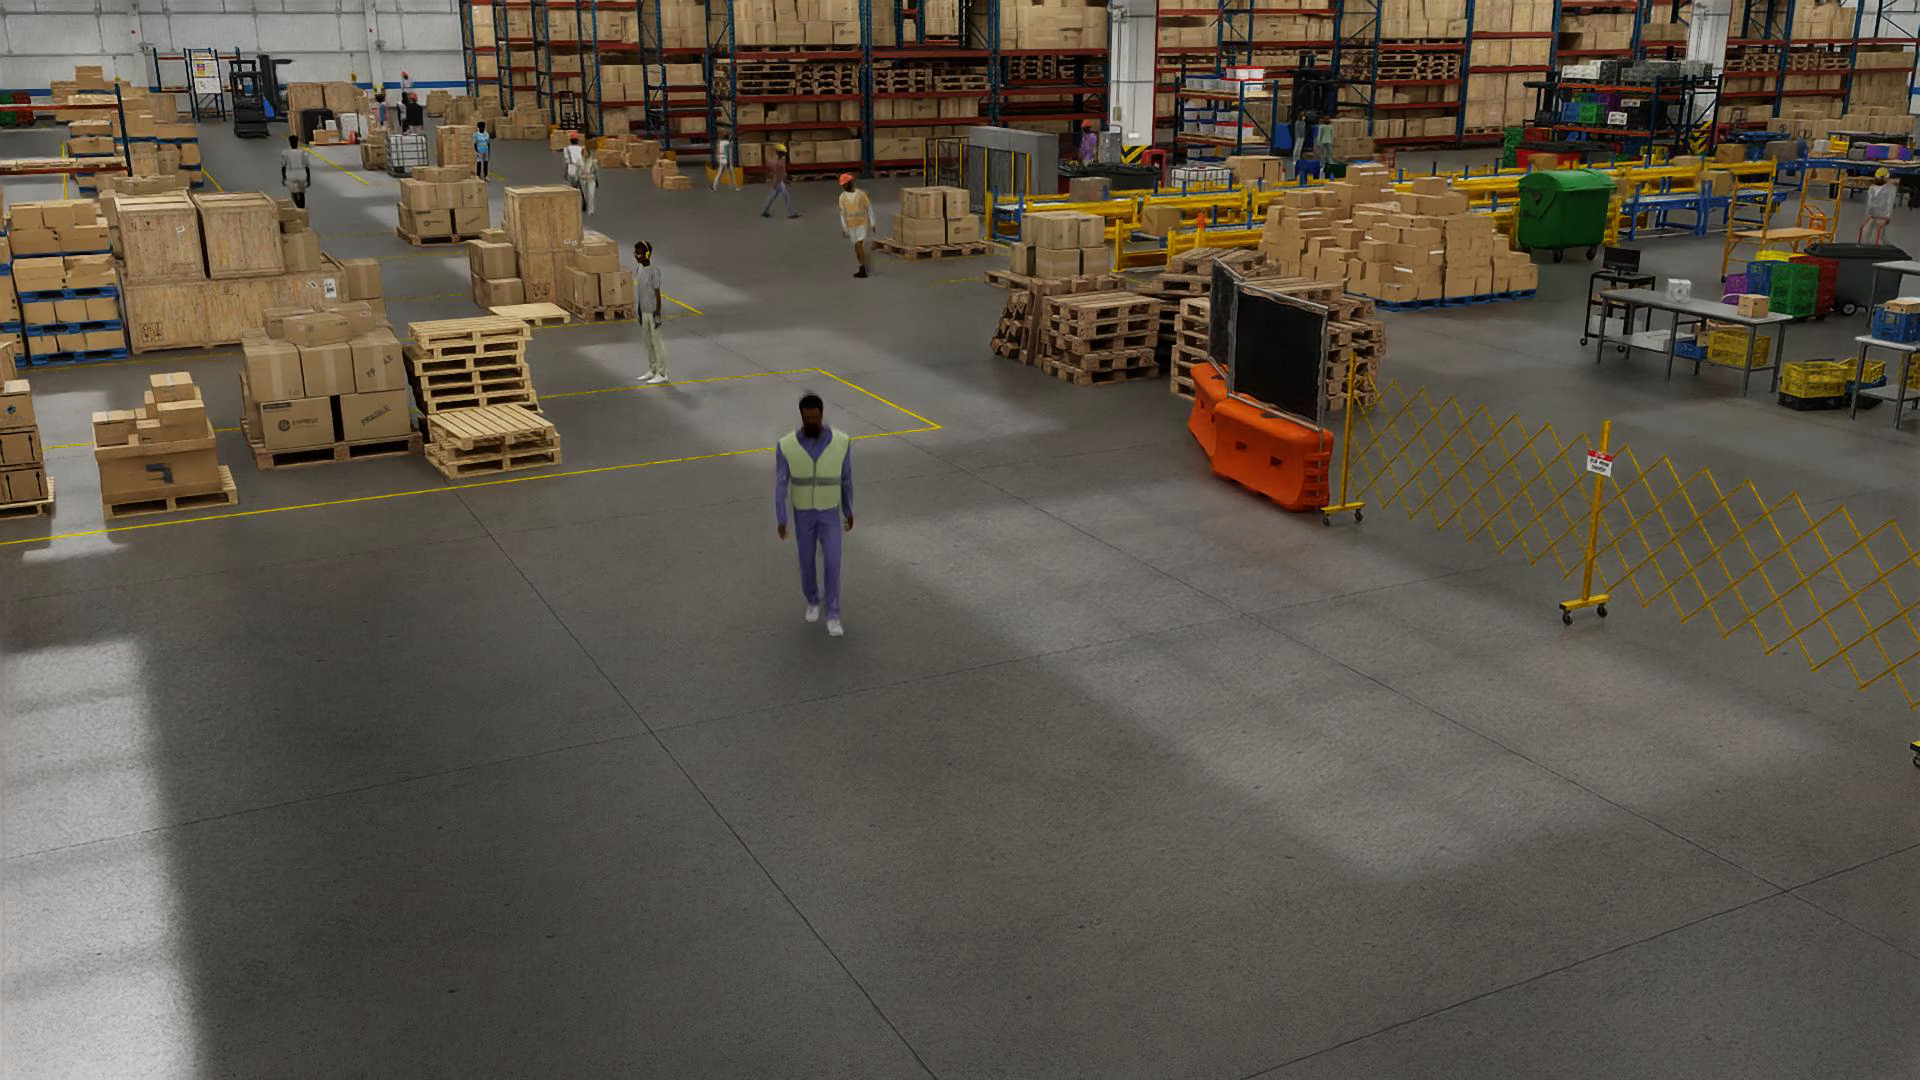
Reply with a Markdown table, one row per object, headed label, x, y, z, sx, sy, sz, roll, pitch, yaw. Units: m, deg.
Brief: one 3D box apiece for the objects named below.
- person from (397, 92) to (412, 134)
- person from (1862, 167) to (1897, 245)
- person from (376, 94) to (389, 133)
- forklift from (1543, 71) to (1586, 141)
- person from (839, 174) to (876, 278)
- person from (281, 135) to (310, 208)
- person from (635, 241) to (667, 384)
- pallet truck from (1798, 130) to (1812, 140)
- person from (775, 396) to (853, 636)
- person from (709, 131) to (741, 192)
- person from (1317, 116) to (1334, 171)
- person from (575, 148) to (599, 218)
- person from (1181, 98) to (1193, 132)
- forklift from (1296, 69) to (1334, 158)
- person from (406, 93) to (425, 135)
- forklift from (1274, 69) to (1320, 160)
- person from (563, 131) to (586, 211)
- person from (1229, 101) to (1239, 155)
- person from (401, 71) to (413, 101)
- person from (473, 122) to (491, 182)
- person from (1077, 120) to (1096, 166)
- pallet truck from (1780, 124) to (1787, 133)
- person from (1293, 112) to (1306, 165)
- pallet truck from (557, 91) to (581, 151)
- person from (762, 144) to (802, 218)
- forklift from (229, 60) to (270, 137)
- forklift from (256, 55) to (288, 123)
| label | x | y | z | sx | sy | sz | roll | pitch | yaw |
| --- | --- | --- | --- | --- | --- | --- | --- | --- | --- |
| person | -19.387 | -14.713 | 58.272 | 0.594 | 1.913 | 0.384 | -10 | 20 | -28 |
| person | 17.850 | -6.323 | 32.272 | 0.706 | 1.811 | 0.596 | -9 | 20 | -25 |
| person | -20.451 | -14.808 | 58.709 | 0.602 | 1.818 | 0.639 | -7 | 19 | -19 |
| forklift | 18.685 | -13.231 | 52.085 | 1.873 | 2.768 | 1.129 | -9 | 20 | -26 |
| person | -1.896 | -5.700 | 30.229 | 0.635 | 1.873 | 0.700 | 6 | 19 | 19 |
| person | -15.377 | -8.411 | 38.577 | 0.612 | 1.940 | 0.871 | -11 | 21 | -31 |
| person | -4.069 | -2.976 | 21.767 | 0.330 | 1.861 | 0.503 | -17 | 24 | -42 |
| pallet truck | 25.526 | -11.556 | 49.408 | 1.630 | 1.274 | 0.653 | -9 | 20 | -26 |
| person | -1.135 | -0.183 | 13.044 | 0.620 | 1.859 | 0.854 | -2 | 18 | -7 |
| person | -6.299 | -10.075 | 44.295 | 0.808 | 1.601 | 0.518 | -12 | 21 | -33 |
| person | 10.994 | -11.926 | 50.023 | 0.501 | 1.633 | 0.280 | -3 | 18 | -10 |
| person | -8.791 | -8.450 | 39.276 | 0.513 | 1.596 | 0.874 | 0 | 18 | -1 |
| person | 8.359 | -15.749 | 61.865 | 0.550 | 1.662 | 0.775 | 10 | 20 | 28 |
| forklift | 11.615 | -13.871 | 54.079 | 1.129 | 2.768 | 1.873 | -9 | 20 | -27 |
| person | -18.363 | -14.023 | 56.007 | 0.629 | 1.975 | 0.614 | 4 | 18 | 11 |
| forklift | 11.142 | -13.819 | 53.915 | 1.129 | 2.768 | 1.873 | -9 | 20 | -26 |
| person | -9.212 | -8.818 | 39.880 | 0.557 | 1.914 | 0.586 | -7 | 19 | -22 |
| person | 9.074 | -13.721 | 55.432 | 0.531 | 1.744 | 0.662 | -7 | 19 | -21 |
| person | -25.697 | -20.831 | 77.364 | 0.558 | 1.886 | 0.712 | -9 | 20 | -27 |
| person | -13.448 | -10.927 | 46.839 | 0.335 | 1.686 | 0.533 | 15 | 23 | 39 |
| person | 3.313 | -10.099 | 43.867 | 0.432 | 1.920 | 0.553 | -7 | 19 | -21 |
| pallet truck | 25.206 | -12.542 | 52.601 | 1.601 | 1.201 | 0.680 | 0 | 18 | -2 |
| person | 10.634 | -12.556 | 51.986 | 0.287 | 1.632 | 0.504 | 16 | 24 | 41 |
| pallet truck | -13.495 | -14.412 | 57.188 | 0.823 | 1.965 | 1.885 | -3 | 18 | -9 |
| person | -4.222 | -8.364 | 38.806 | 0.952 | 1.714 | 0.523 | 1 | 18 | 2 |
| forklift | -27.118 | -16.804 | 63.223 | 1.129 | 2.768 | 1.873 | -9 | 20 | -26 |
| forklift | -29.210 | -19.009 | 70.098 | 1.873 | 2.768 | 1.129 | -9 | 20 | -26 |
